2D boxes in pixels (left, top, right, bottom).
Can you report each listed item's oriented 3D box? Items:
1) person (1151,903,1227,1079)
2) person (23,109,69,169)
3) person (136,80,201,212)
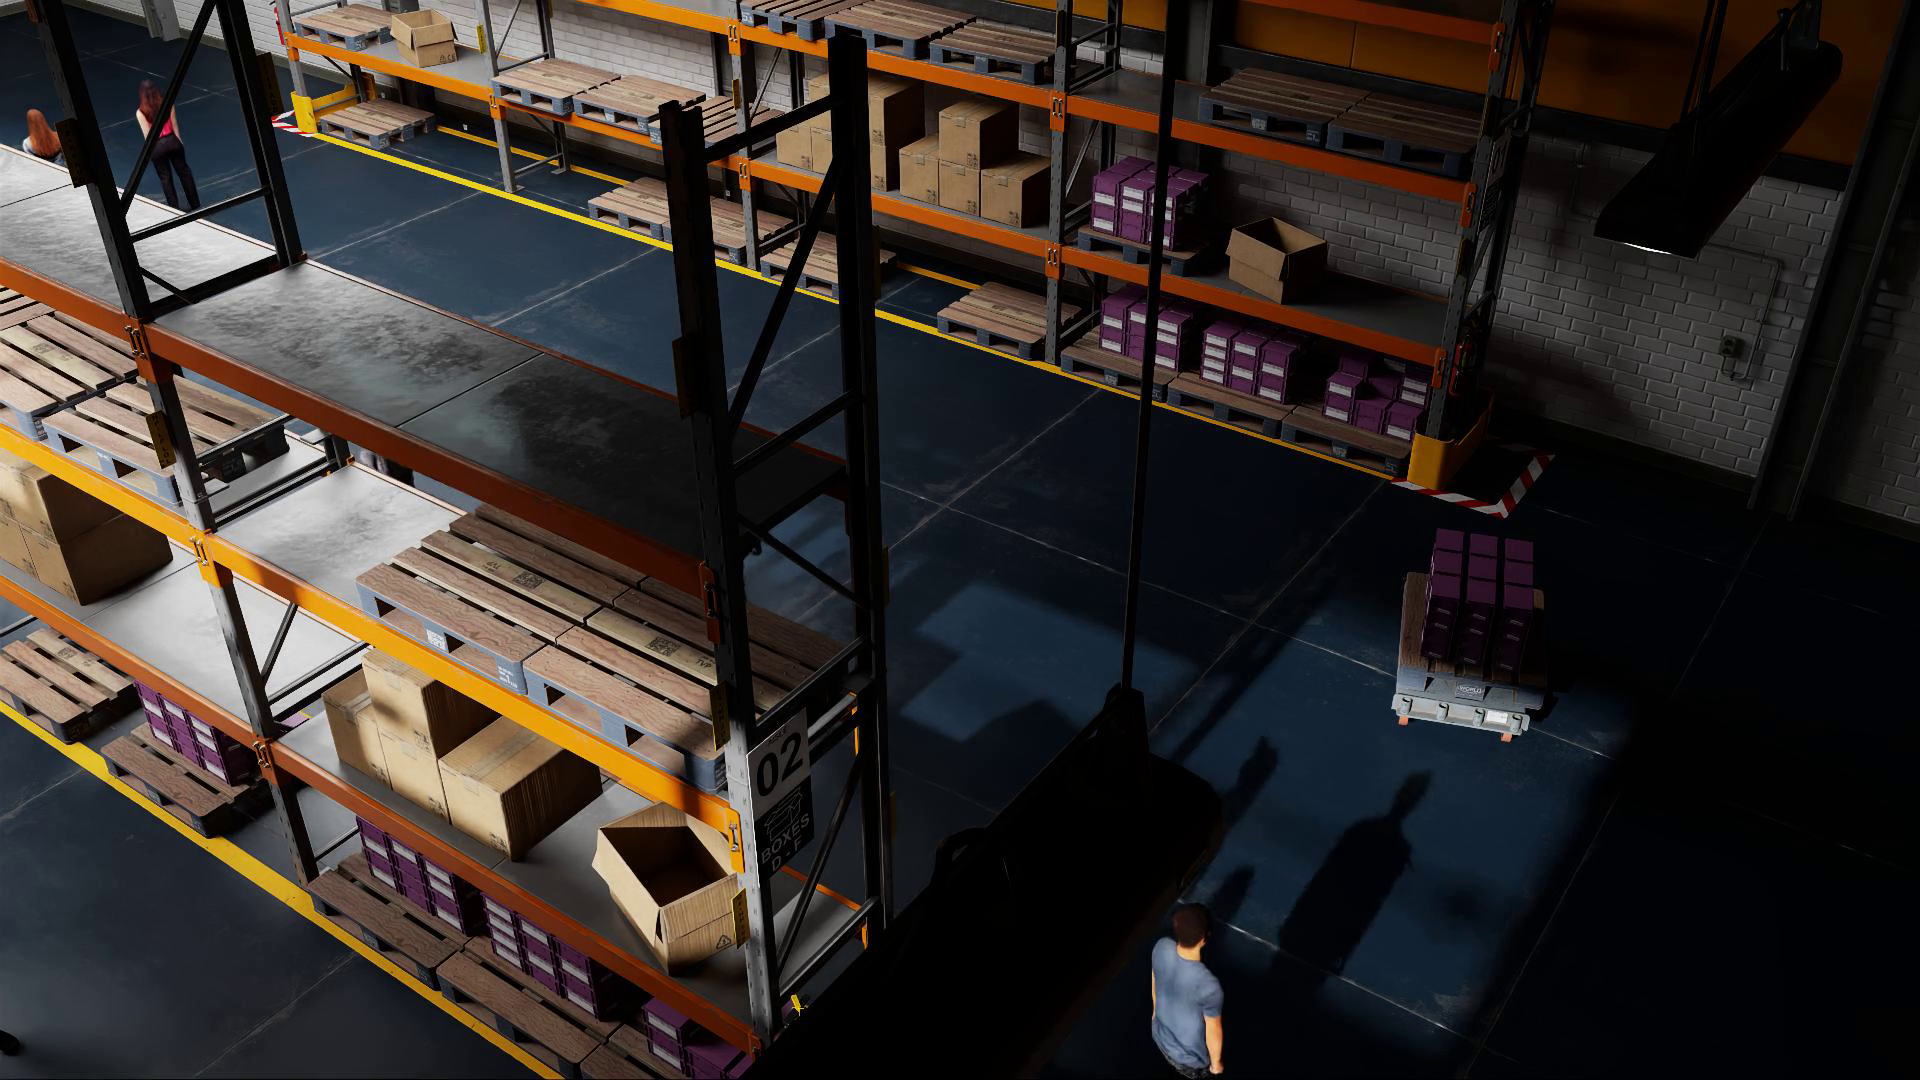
[{"bbox_3d":[1.111,2.628,8.657,0.938,1.793,0.970,-19,38,-26],"label":"person"},{"bbox_3d":[-10.167,-4.011,18.728,0.544,1.702,0.631,26,42,34],"label":"person"},{"bbox_3d":[-9.410,-4.637,19.708,0.626,1.659,0.572,-28,43,-35],"label":"person"}]
